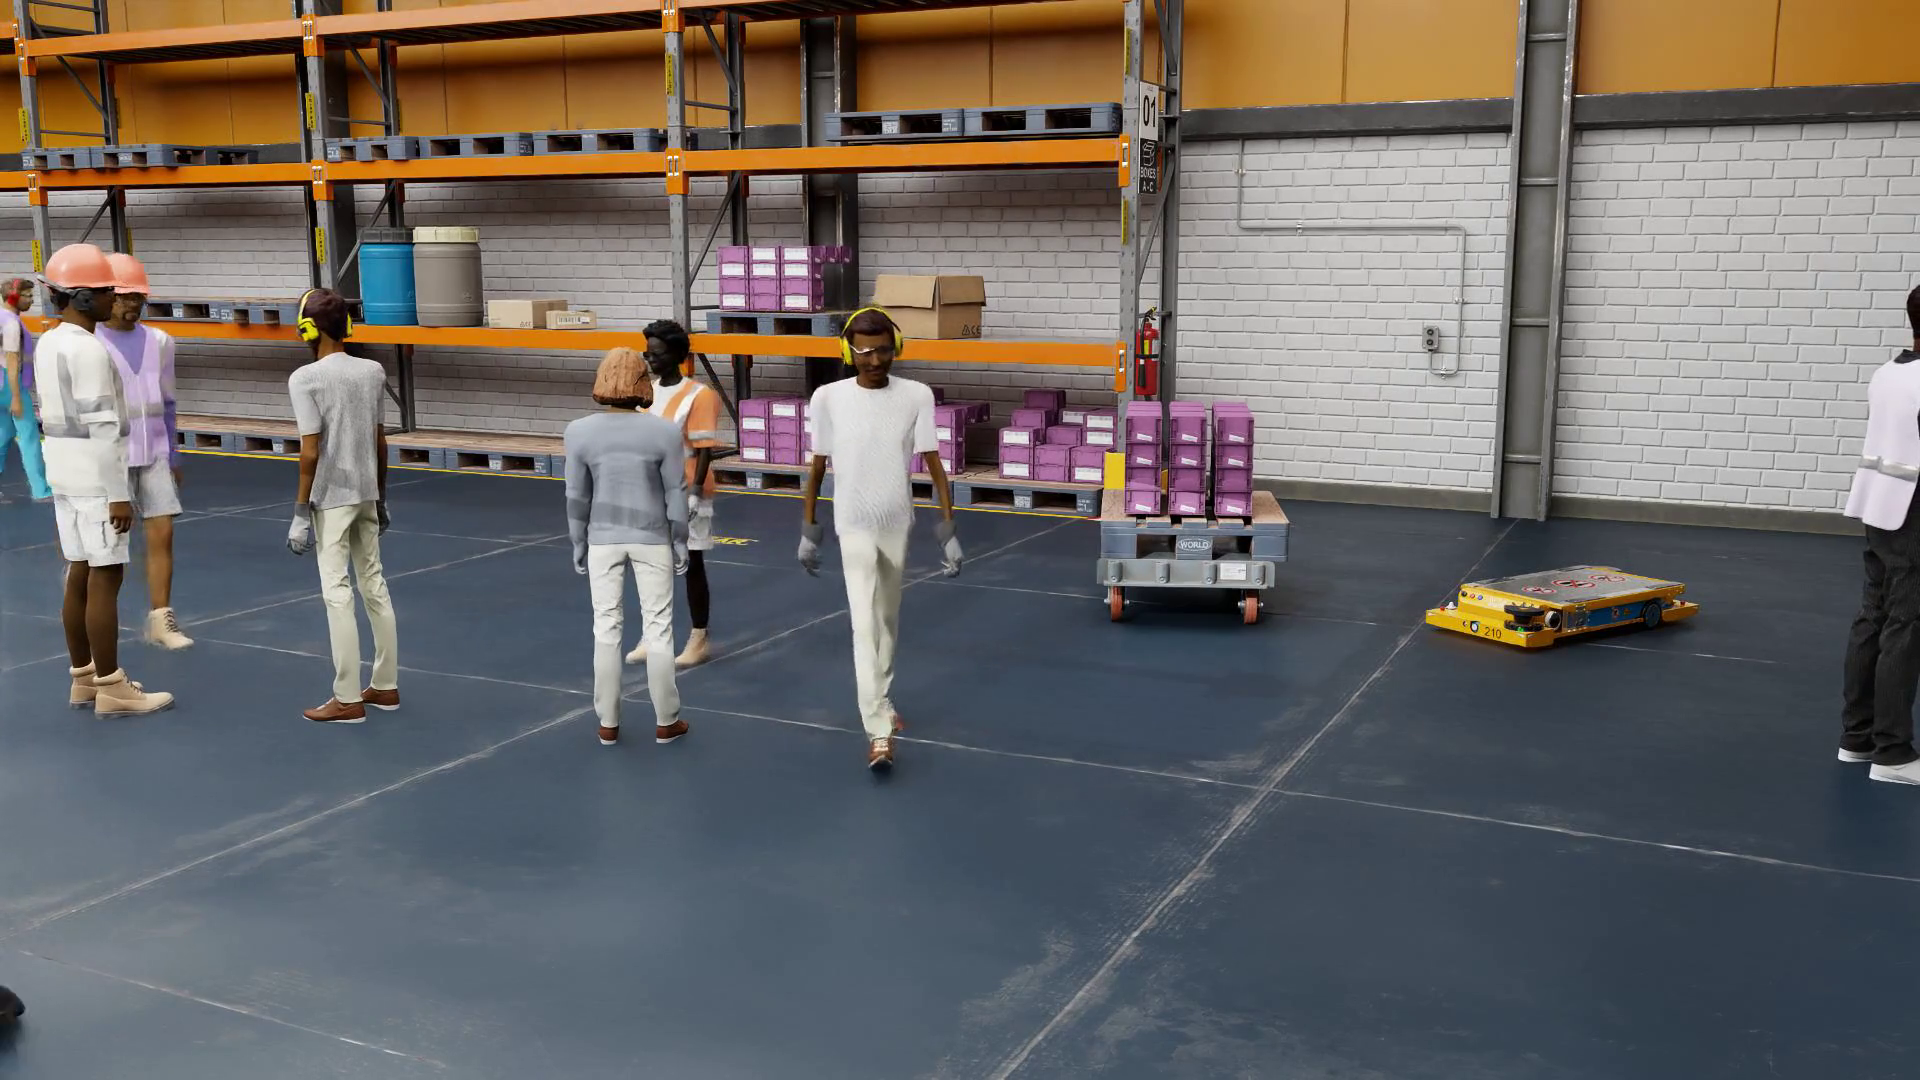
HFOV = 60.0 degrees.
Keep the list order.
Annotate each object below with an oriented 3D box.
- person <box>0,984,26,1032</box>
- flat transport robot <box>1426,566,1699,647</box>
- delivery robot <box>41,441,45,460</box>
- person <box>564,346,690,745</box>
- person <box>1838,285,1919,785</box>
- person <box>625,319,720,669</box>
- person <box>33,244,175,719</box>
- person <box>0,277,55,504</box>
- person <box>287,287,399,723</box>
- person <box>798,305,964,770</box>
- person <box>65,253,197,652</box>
[{"bbox_3d":[-2.770,0.370,4.072,0.727,1.908,0.575,-9,13,-42],"label":"person"},{"bbox_3d":[3.251,0.338,8.940,1.431,0.197,0.652,-6,12,-32],"label":"flat transport robot"},{"bbox_3d":[-7.348,-0.743,14.050,0.707,0.478,0.477,0,10,0],"label":"delivery robot"},{"bbox_3d":[-1.349,0.031,6.801,0.497,1.633,0.283,0,10,-2],"label":"person"},{"bbox_3d":[3.620,-0.035,6.360,0.395,1.920,0.587,1,10,6],"label":"person"},{"bbox_3d":[-1.398,-0.220,8.060,0.548,1.692,0.354,6,12,31],"label":"person"},{"bbox_3d":[-3.748,-0.249,7.226,0.605,2.045,0.378,9,14,43],"label":"person"},{"bbox_3d":[-7.515,-1.169,13.207,0.554,1.845,0.588,-8,13,-38],"label":"person"},{"bbox_3d":[-2.664,-0.142,7.134,0.328,1.865,0.520,5,11,25],"label":"person"},{"bbox_3d":[-0.313,-0.027,6.652,0.615,1.805,1.017,-2,10,-13],"label":"person"},{"bbox_3d":[-4.294,-0.441,8.448,0.844,2.014,0.628,6,12,31],"label":"person"}]
